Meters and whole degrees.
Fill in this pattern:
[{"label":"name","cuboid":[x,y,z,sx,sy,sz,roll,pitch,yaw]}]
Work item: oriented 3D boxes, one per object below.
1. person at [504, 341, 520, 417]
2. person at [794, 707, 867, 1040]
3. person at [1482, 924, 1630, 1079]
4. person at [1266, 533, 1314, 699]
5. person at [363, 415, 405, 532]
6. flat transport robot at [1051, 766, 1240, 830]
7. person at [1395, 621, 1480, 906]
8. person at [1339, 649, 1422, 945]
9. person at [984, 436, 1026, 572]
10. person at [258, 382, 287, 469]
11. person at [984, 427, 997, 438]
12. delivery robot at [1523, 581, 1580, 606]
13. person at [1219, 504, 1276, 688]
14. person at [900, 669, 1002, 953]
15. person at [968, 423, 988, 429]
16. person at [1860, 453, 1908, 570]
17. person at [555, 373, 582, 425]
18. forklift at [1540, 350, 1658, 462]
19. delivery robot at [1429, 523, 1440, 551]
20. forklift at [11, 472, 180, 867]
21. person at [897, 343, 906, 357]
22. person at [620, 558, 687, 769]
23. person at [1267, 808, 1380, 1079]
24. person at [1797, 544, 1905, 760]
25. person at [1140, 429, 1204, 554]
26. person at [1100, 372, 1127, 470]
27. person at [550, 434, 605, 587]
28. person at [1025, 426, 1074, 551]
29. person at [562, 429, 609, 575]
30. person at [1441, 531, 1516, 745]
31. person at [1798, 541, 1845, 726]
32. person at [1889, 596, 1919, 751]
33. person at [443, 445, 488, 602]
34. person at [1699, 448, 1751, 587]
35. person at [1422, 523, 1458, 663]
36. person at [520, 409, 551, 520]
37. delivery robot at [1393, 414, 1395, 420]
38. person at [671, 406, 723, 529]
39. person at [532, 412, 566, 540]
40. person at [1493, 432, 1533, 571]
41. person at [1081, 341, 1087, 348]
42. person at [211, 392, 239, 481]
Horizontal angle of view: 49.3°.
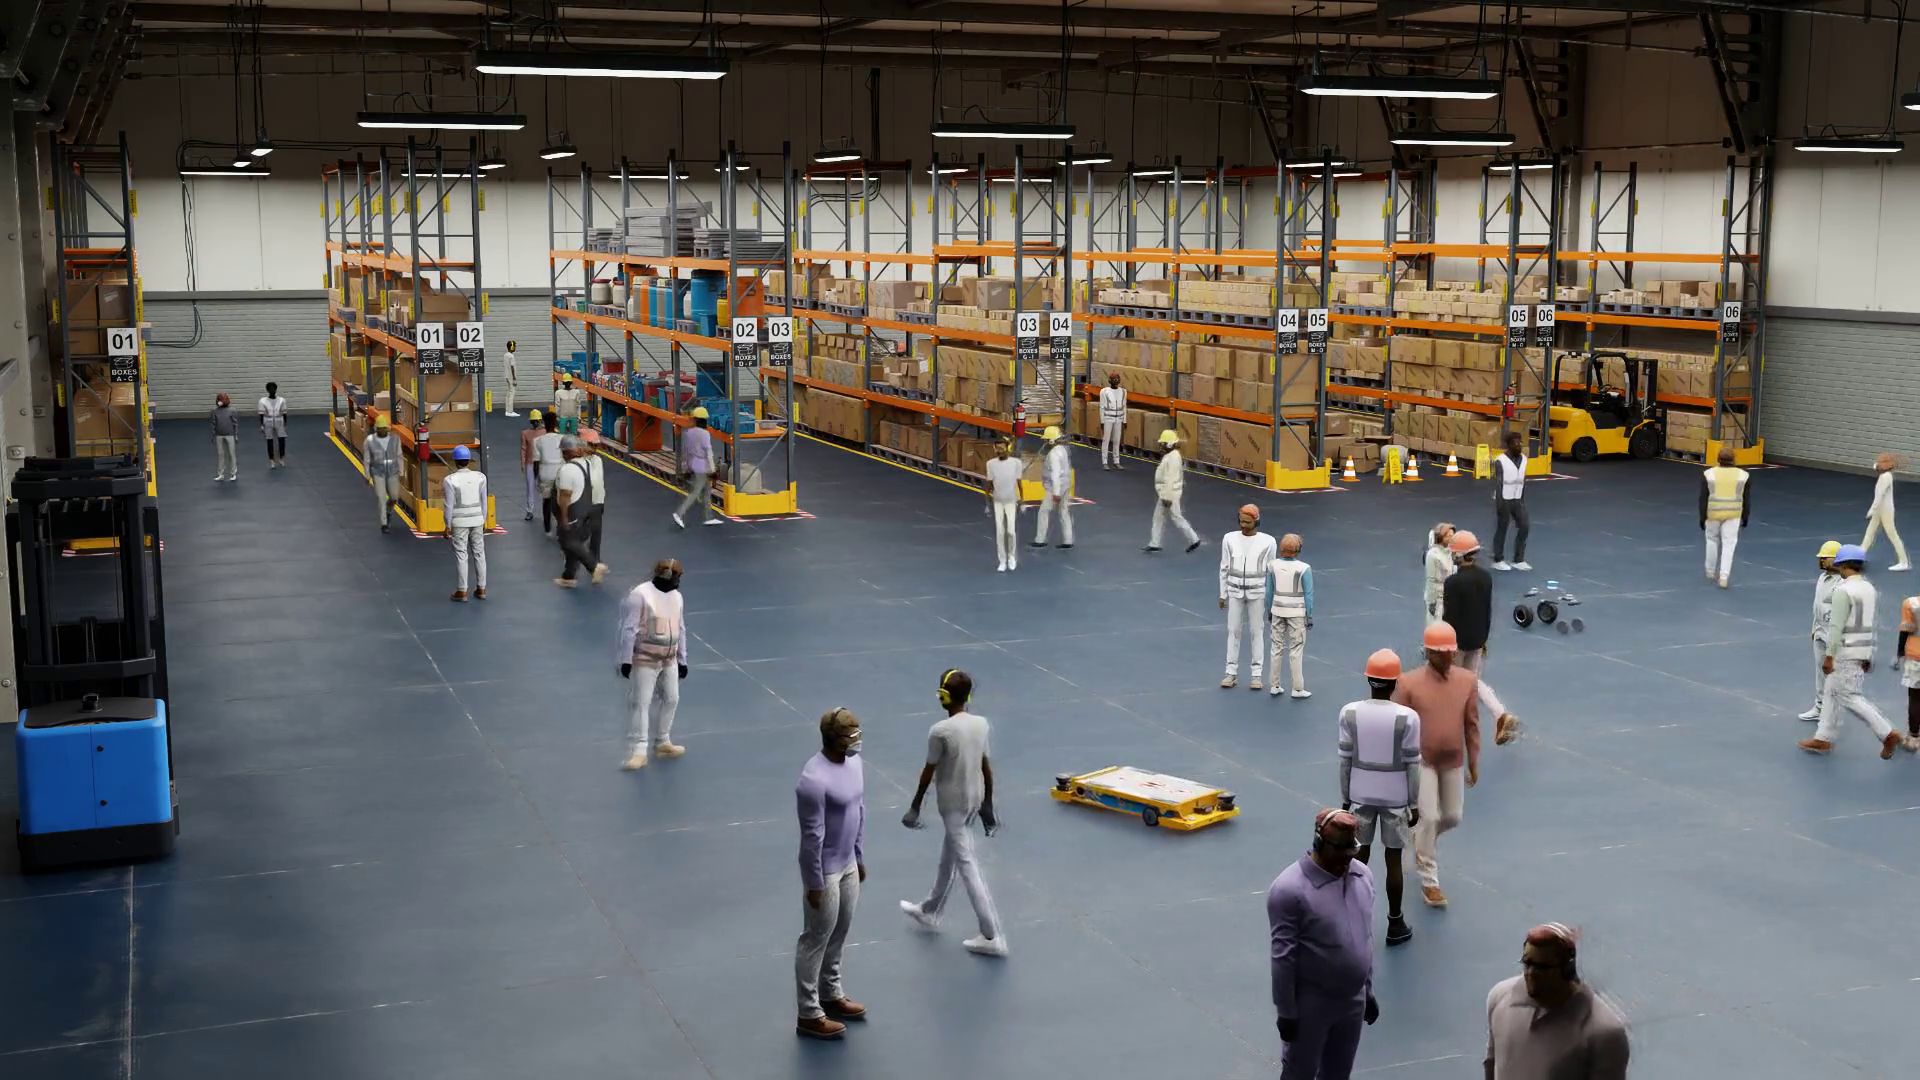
[{"label":"person","cuboid":[-11.061,-3.978,51.637,0.316,1.860,0.508,-5,10,-31]},{"label":"person","cuboid":[-0.742,1.911,12.169,0.394,1.929,0.629,3,9,21]},{"label":"person","cuboid":[2.362,2.484,8.548,0.674,1.851,0.980,8,12,44]},{"label":"person","cuboid":[3.275,0.752,20.812,0.523,1.642,0.306,7,11,39]},{"label":"person","cuboid":[-8.861,-1.038,32.202,0.614,1.806,0.576,-4,10,-27]},{"label":"flat transport robot","cuboid":[1.478,2.051,16.846,1.431,0.197,0.652,8,12,43]},{"label":"person","cuboid":[3.296,1.509,14.647,0.620,1.977,0.719,-2,9,-10]},{"label":"person","cuboid":[2.750,1.669,13.719,0.544,1.939,0.355,4,9,24]},{"label":"person","cuboid":[0.604,-0.486,28.367,0.570,1.849,0.443,2,9,11]},{"label":"person","cuboid":[-13.229,-2.201,40.347,0.534,1.679,0.559,-4,9,-24]},{"label":"person","cuboid":[0.690,-3.232,46.494,0.573,1.911,0.651,-3,9,-19]},{"label":"delivery robot","cuboid":[6.907,0.597,24.429,0.335,0.223,0.698,-6,10,-33]},{"label":"person","cuboid":[2.912,0.564,21.260,0.573,1.887,0.355,3,9,19]},{"label":"person","cuboid":[-0.060,1.742,13.656,0.961,1.816,0.500,7,11,39]},{"label":"person","cuboid":[0.445,-3.520,48.444,0.634,1.910,0.903,-3,9,-19]},{"label":"person","cuboid":[12.550,-0.384,28.573,0.875,1.587,0.515,3,9,19]},{"label":"person","cuboid":[-7.788,-2.436,41.662,0.533,1.767,0.313,-4,9,-25]},{"label":"forklift","cuboid":[12.897,-2.725,42.309,2.313,2.155,1.214,-3,9,-21]},{"label":"delivery robot","cuboid":[6.715,0.011,29.198,0.477,0.478,0.707,2,9,13]},{"label":"forklift","cuboid":[-6.630,0.886,15.957,1.129,2.768,1.873,-3,9,-21]},{"label":"person","cuboid":[-1.346,-3.509,47.963,0.622,2.030,0.521,1,9,4]},{"label":"person","cuboid":[-2.674,1.066,18.223,0.433,1.807,0.726,7,11,39]},{"label":"person","cuboid":[1.787,2.225,10.145,0.639,1.902,0.407,-6,10,-34]},{"label":"person","cuboid":[7.878,0.994,18.379,0.862,1.892,0.639,8,11,41]},{"label":"person","cuboid":[3.053,-0.686,29.892,0.873,1.803,0.600,0,9,0]},{"label":"person","cuboid":[2.952,-2.289,40.293,0.573,1.883,0.359,-3,9,-21]},{"label":"person","cuboid":[-4.940,-0.364,27.076,0.781,2.000,0.694,3,9,18]},{"label":"person","cuboid":[1.295,-0.743,30.257,0.796,1.801,0.608,3,9,19]},{"label":"person","cuboid":[-5.043,-0.518,28.176,0.571,1.973,0.631,5,10,32]},{"label":"person","cuboid":[4.583,0.904,18.735,0.625,1.975,0.742,-7,11,-39]},{"label":"person","cuboid":[8.158,0.872,19.682,0.297,1.744,0.487,-1,9,-9]},{"label":"person","cuboid":[8.632,1.052,18.688,0.568,1.693,0.330,1,9,4]},{"label":"person","cuboid":[-6.197,-0.215,26.247,0.602,1.949,0.393,-8,11,-41]},{"label":"person","cuboid":[10.008,-0.318,27.448,0.643,1.787,0.974,2,9,16]},{"label":"person","cuboid":[4.993,0.628,21.684,0.536,1.626,0.358,-8,12,-43]},{"label":"person","cuboid":[-6.757,-1.207,33.468,0.525,1.769,0.313,-1,9,-8]},{"label":"delivery robot","cuboid":[10.184,-2.752,47.616,0.477,0.478,0.707,-5,10,-30]},{"label":"person","cuboid":[-4.112,-1.131,32.553,0.892,1.894,0.590,-6,10,-33]},{"label":"person","cuboid":[-6.099,-0.968,31.413,0.614,1.919,1.019,-2,9,-11]},{"label":"person","cuboid":[7.528,-0.515,28.397,0.633,1.893,0.714,-5,10,-32]},{"label":"person","cuboid":[3.095,-3.991,51.697,0.595,1.861,1.030,-3,9,-21]},{"label":"person","cuboid":[-13.543,-1.907,38.574,0.505,1.631,0.278,0,9,2]}]
